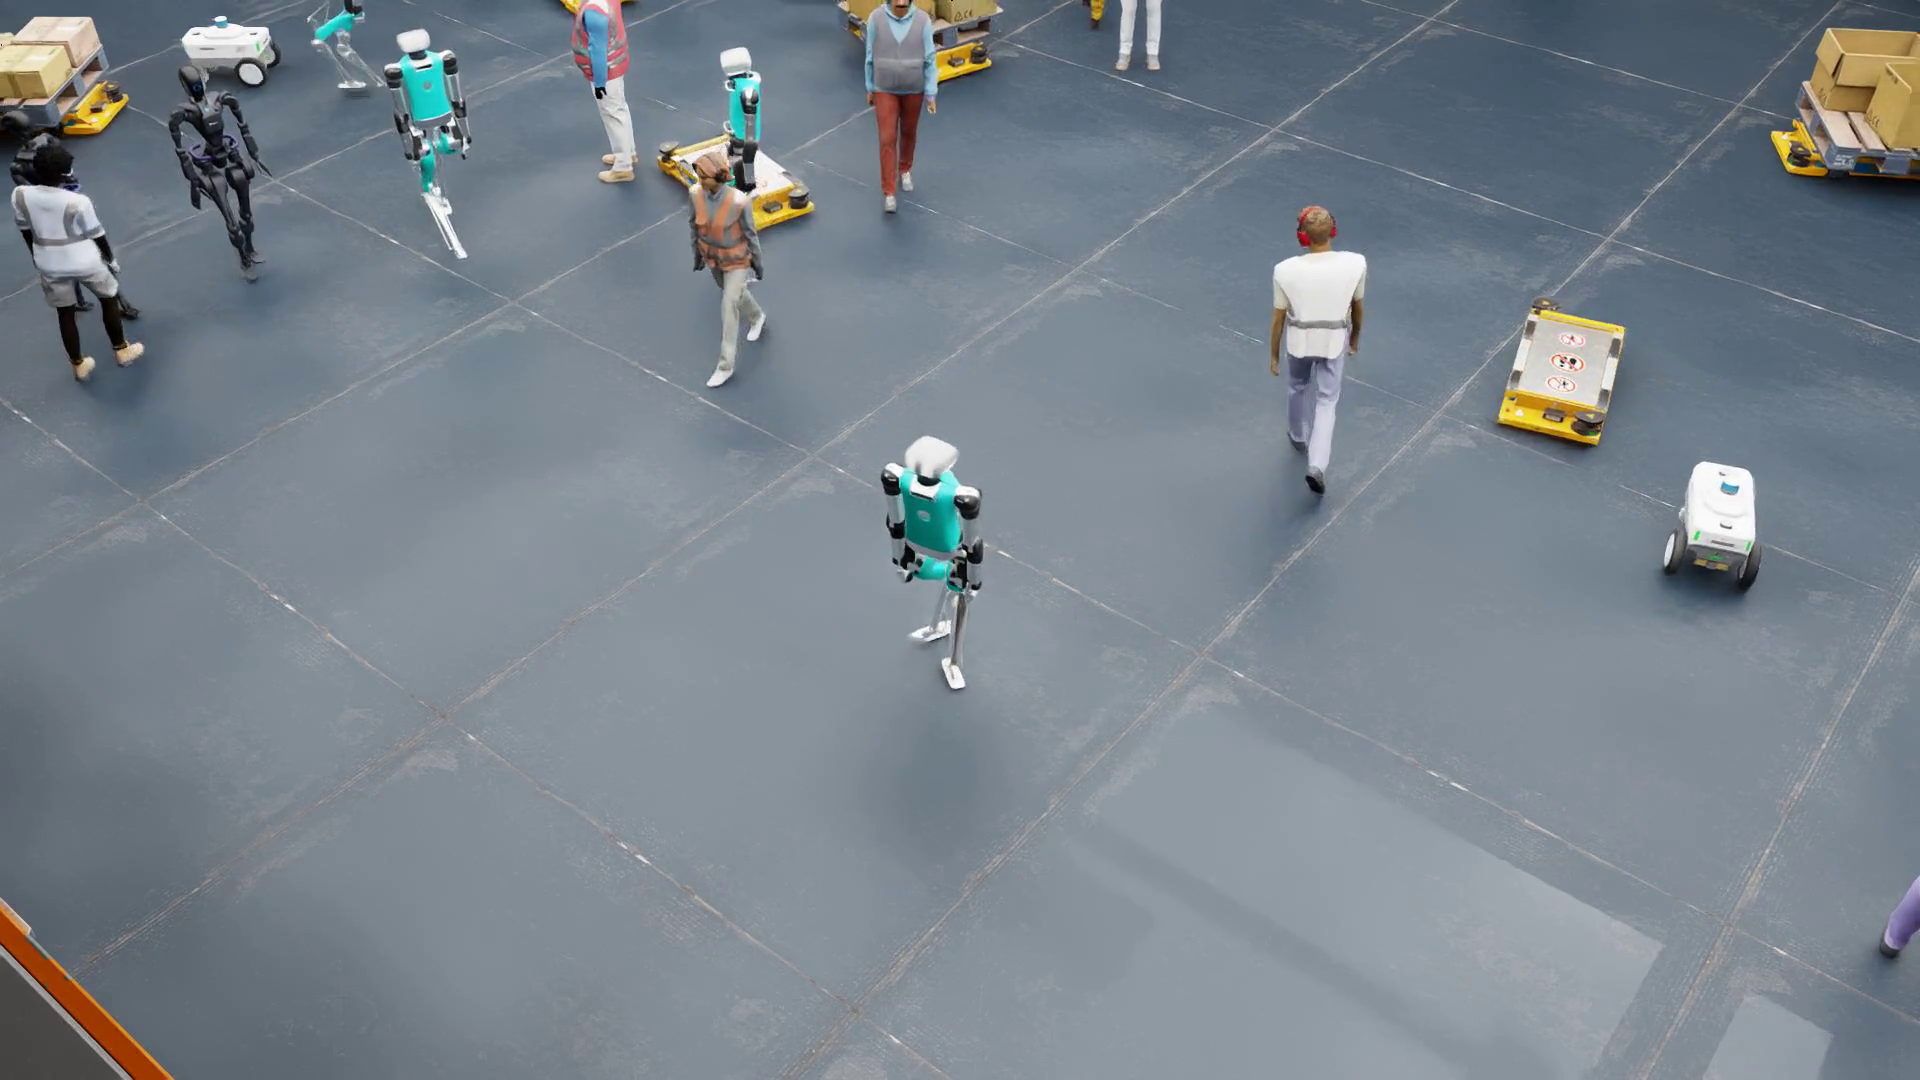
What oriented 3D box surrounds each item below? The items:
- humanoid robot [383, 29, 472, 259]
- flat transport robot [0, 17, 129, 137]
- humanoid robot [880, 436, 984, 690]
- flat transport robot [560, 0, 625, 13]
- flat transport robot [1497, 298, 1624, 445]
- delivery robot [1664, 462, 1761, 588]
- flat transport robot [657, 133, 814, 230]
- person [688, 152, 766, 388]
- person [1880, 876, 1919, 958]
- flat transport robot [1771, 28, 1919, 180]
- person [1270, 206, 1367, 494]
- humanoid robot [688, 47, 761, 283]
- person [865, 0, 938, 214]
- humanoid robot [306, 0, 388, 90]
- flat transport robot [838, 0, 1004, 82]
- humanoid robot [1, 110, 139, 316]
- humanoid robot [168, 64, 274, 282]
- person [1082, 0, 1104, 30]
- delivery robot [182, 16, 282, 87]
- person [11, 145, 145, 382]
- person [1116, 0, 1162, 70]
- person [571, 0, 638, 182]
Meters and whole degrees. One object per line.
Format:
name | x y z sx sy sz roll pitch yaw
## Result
humanoid robot | -4.058 -3.106 12.651 0.530 1.785 1.056 -22 45 -24
flat transport robot | -8.108 -3.769 14.512 1.431 0.231 0.659 0 40 0
humanoid robot | -0.042 0.021 8.914 0.590 1.761 0.888 16 43 18
flat transport robot | -3.907 -5.700 16.783 0.659 0.231 1.431 -24 46 -26
flat transport robot | 4.165 -1.179 11.465 0.659 0.231 1.431 15 43 17
delivery robot | 4.558 -0.130 9.989 0.503 0.566 0.733 12 42 14
flat transport robot | -1.841 -2.936 13.532 0.659 0.231 1.431 -25 46 -27
person | -1.579 -1.924 11.314 0.522 1.592 0.852 20 44 22
person | 4.592 1.302 7.336 0.558 1.836 0.377 30 49 30
flat transport robot | 7.605 -3.242 13.892 1.431 0.231 0.659 6 41 6
person | 2.185 -1.164 10.266 0.614 1.796 0.821 4 41 4
humanoid robot | -1.731 -2.668 12.092 0.676 1.808 0.534 -10 41 -11
person | -0.444 -3.454 12.923 0.549 1.840 0.892 -5 41 -6
humanoid robot | -5.431 -4.699 14.497 0.836 1.789 0.535 -10 41 -12
flat transport robot | -0.379 -4.682 15.586 0.659 0.231 1.431 -24 46 -26
humanoid robot | -6.316 -2.288 11.712 0.639 1.625 0.601 6 41 7
humanoid robot | -5.370 -2.716 12.194 0.611 1.640 0.567 -33 50 -33
person | 1.238 -5.803 15.789 0.541 1.701 0.896 6 41 7
delivery robot | -6.625 -4.448 15.080 0.767 0.583 0.499 0 40 0
person | -5.959 -1.840 11.161 0.568 1.662 0.366 -3 40 -4
person | 1.636 -5.135 14.877 0.597 1.879 0.379 -1 40 -1
person | -2.858 -3.772 13.313 0.431 1.837 0.629 -2 40 -2
